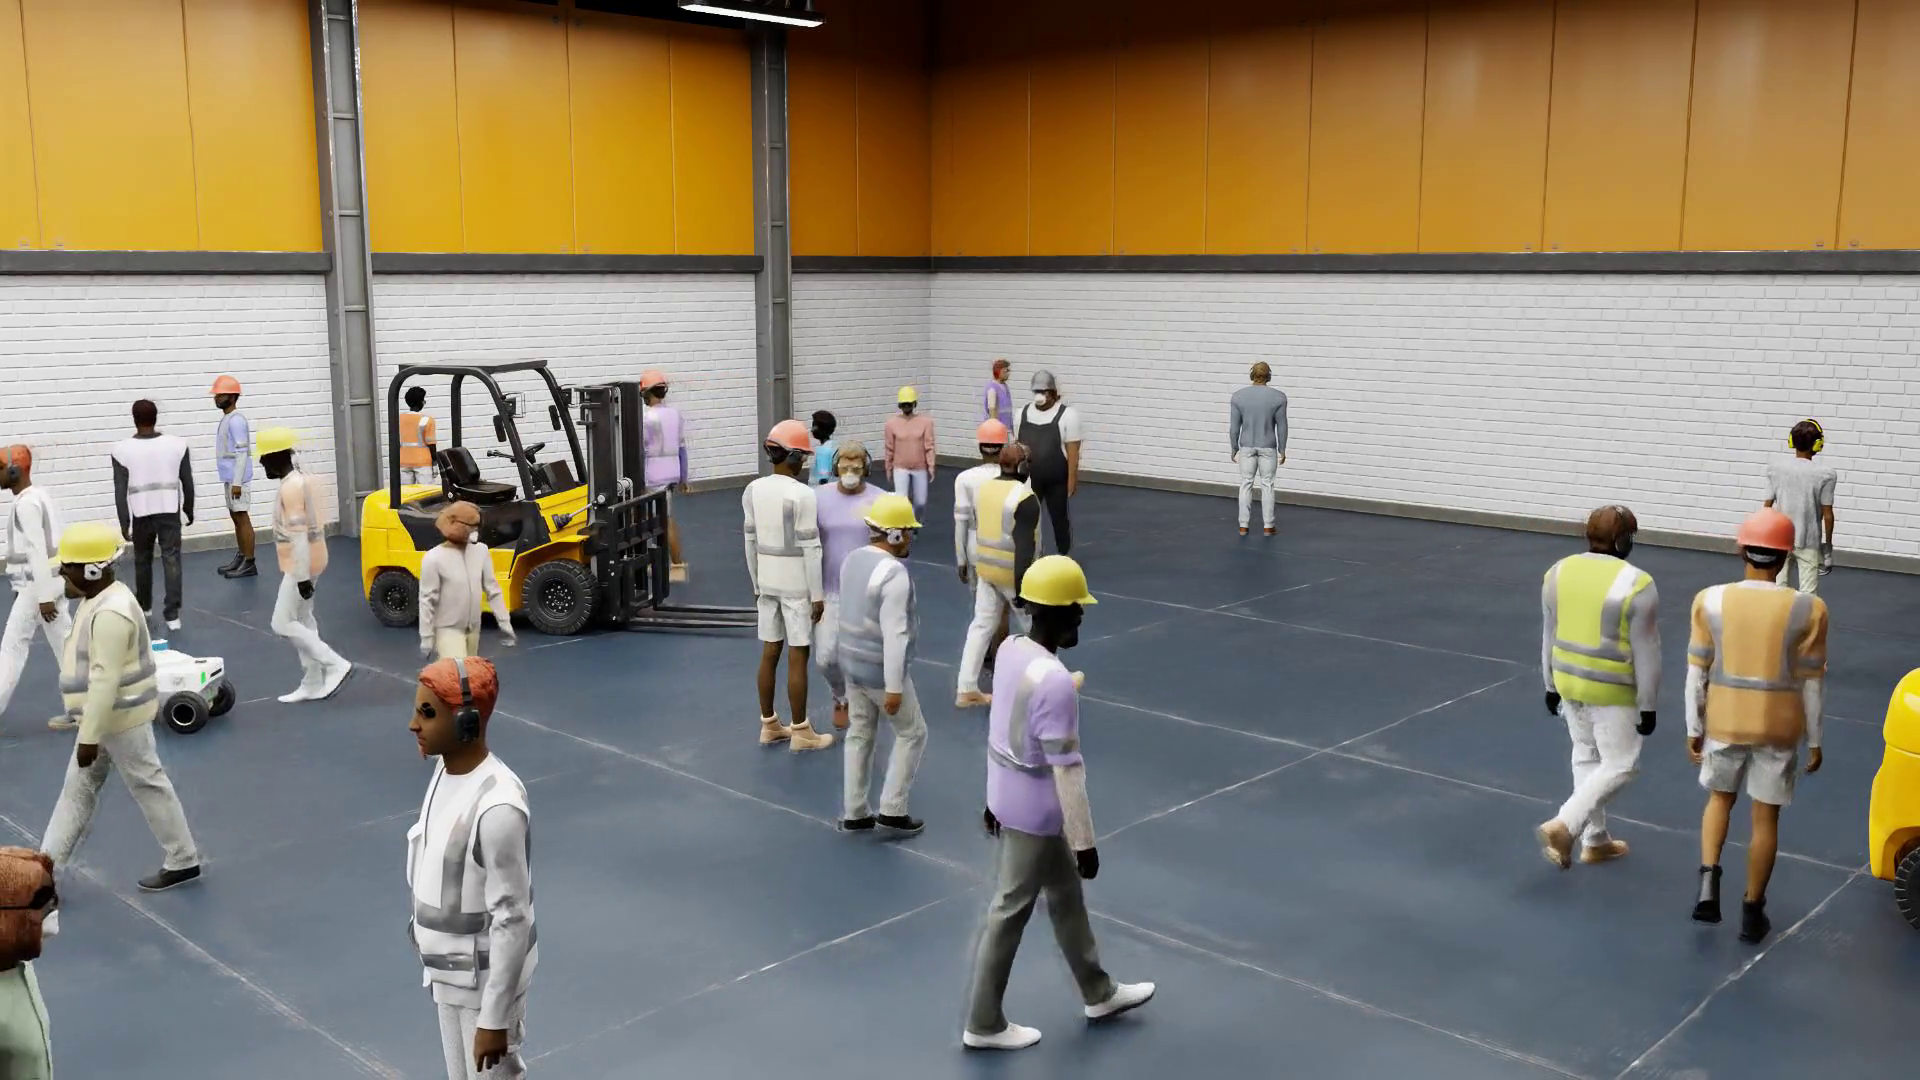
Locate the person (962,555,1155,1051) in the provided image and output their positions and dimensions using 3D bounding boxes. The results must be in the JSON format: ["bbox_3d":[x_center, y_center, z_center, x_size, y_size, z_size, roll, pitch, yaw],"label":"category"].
[{"bbox_3d":[0.409,0.993,6.255,0.902,1.890,0.620,-2,10,-13],"label":"person"}]

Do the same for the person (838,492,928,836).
[{"bbox_3d":[-0.383,0.655,8.610,0.517,1.810,0.629,-6,11,-34],"label":"person"}]

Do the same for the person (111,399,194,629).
[{"bbox_3d":[-6.697,-0.231,13.840,0.604,1.876,0.945,-5,11,-28],"label":"person"}]

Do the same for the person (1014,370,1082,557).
[{"bbox_3d":[0.833,-0.689,16.137,0.689,2.000,1.032,3,10,19],"label":"person"}]

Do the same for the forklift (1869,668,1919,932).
[{"bbox_3d":[5.205,0.723,7.013,2.313,2.155,1.214,9,13,43],"label":"forklift"}]

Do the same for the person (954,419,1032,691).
[{"bbox_3d":[0.253,0.078,11.897,0.567,1.881,1.009,1,9,7],"label":"person"}]

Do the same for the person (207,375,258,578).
[{"bbox_3d":[-6.973,-0.607,15.941,0.357,1.940,0.545,-6,11,-33],"label":"person"}]

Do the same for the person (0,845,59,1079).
[{"bbox_3d":[-2.287,1.511,3.931,0.385,1.615,0.535,-4,10,-21],"label":"person"}]

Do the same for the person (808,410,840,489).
[{"bbox_3d":[-1.164,-0.362,15.254,0.739,1.669,0.534,0,9,-2],"label":"person"}]

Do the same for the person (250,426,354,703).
[{"bbox_3d":[-4.485,0.175,11.246,0.496,1.902,0.624,-3,10,-17],"label":"person"}]

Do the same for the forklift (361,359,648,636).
[{"bbox_3d":[-3.850,-0.407,13.936,2.313,2.155,1.214,2,9,11],"label":"forklift"}]

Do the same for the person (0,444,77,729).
[{"bbox_3d":[-5.992,0.322,10.533,0.932,1.845,0.592,-3,10,-19],"label":"person"}]

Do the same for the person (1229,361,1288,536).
[{"bbox_3d":[3.302,-1.008,18.402,0.635,1.938,0.359,3,10,16],"label":"person"}]

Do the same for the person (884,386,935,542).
[{"bbox_3d":[-0.532,-0.759,17.482,0.529,1.742,0.706,-1,9,-7],"label":"person"}]

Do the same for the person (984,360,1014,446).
[{"bbox_3d":[0.499,-1.377,21.102,0.548,1.815,0.661,2,10,14],"label":"person"}]

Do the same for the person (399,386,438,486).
[{"bbox_3d":[-5.861,-0.810,17.956,0.535,1.691,0.319,3,10,16],"label":"person"}]

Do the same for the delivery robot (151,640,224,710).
[{"bbox_3d":[-5.151,0.888,10.724,0.707,0.478,0.477,0,9,-2],"label":"delivery robot"}]

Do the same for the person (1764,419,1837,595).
[{"bbox_3d":[6.085,0.054,12.099,0.335,1.873,0.519,-9,13,-44],"label":"person"}]

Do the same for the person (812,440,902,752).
[{"bbox_3d":[-0.665,0.334,10.185,0.661,1.929,0.511,1,9,6],"label":"person"}]

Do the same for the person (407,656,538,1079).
[{"bbox_3d":[-1.388,1.251,4.732,0.355,1.882,0.575,-6,11,-33],"label":"person"}]

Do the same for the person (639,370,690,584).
[{"bbox_3d":[-2.890,-0.585,15.598,0.777,2.004,0.596,4,10,24],"label":"person"}]

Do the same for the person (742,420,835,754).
[{"bbox_3d":[-1.044,0.284,10.180,0.605,2.039,0.386,8,12,40],"label":"person"}]

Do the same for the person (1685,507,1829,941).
[{"bbox_3d":[3.482,0.814,7.303,0.557,1.922,0.449,7,11,35],"label":"person"}]

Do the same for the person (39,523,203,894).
[{"bbox_3d":[-4.023,0.814,7.685,0.912,1.781,0.623,-6,11,-32],"label":"person"}]

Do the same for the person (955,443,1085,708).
[{"bbox_3d":[0.366,0.235,11.274,0.971,1.780,0.648,-7,12,-36],"label":"person"}]

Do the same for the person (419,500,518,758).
[{"bbox_3d":[-2.864,0.568,9.753,0.706,1.604,0.501,4,10,25],"label":"person"}]

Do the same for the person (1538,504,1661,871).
[{"bbox_3d":[3.072,0.733,8.084,0.647,1.822,0.638,-5,11,-29],"label":"person"}]
